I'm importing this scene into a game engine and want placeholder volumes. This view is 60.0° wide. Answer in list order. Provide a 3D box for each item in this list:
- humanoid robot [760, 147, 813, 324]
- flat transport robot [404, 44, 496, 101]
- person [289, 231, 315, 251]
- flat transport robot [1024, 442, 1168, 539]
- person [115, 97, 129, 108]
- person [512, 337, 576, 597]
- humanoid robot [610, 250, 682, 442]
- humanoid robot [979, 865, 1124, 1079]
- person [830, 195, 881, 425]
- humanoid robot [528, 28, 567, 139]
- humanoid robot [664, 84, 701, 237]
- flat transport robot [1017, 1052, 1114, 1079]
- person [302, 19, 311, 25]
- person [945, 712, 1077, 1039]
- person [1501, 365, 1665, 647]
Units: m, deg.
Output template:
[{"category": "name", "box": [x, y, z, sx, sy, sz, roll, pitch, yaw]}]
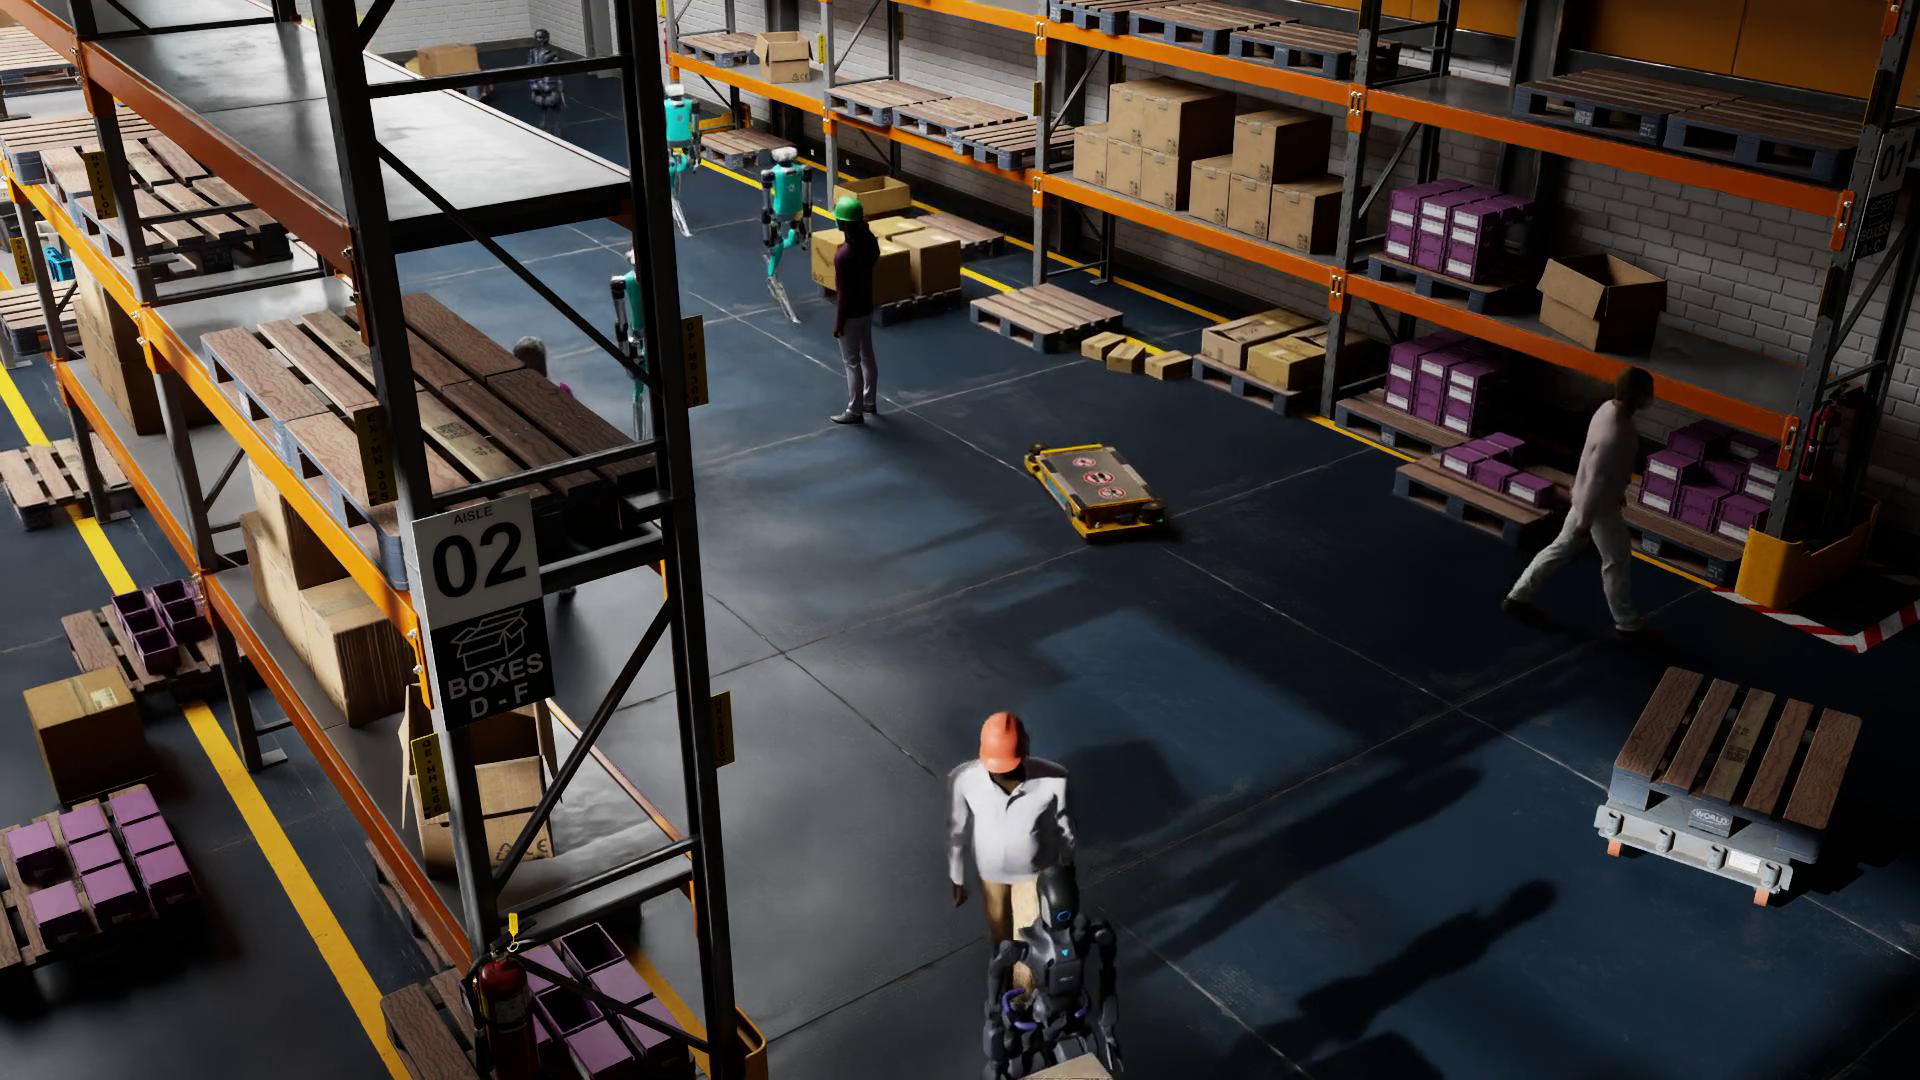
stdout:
[{"category": "humanoid robot", "box": [-1.843, -3.095, 16.553, 0.534, 1.776, 0.996, -15, 30, -27]}, {"category": "flat transport robot", "box": [-7.741, -6.665, 25.244, 0.659, 0.231, 1.431, 0, 27, 1]}, {"category": "person", "box": [-5.982, -2.428, 15.306, 0.282, 1.628, 0.498, -6, 27, -11]}, {"category": "flat transport robot", "box": [1.029, -0.414, 12.811, 0.659, 0.231, 1.431, -8, 28, -15]}, {"category": "person", "box": [-10.523, -5.326, 20.680, 0.409, 1.983, 0.610, 5, 27, 10]}, {"category": "person", "box": [-2.803, -0.533, 11.319, 0.537, 1.816, 0.814, -4, 27, -7]}, {"category": "humanoid robot", "box": [-2.525, -1.485, 13.438, 0.545, 1.904, 0.706, -10, 28, -18]}, {"category": "humanoid robot", "box": [0.364, 1.979, 6.480, 0.609, 1.648, 0.406, -10, 28, -19]}, {"category": "person", "box": [-0.868, -1.909, 13.915, 0.422, 1.952, 0.491, 13, 30, 24]}, {"category": "humanoid robot", "box": [-5.577, -6.031, 22.417, 0.609, 1.663, 0.328, 12, 29, 23]}, {"category": "humanoid robot", "box": [-3.333, -4.448, 19.249, 0.530, 1.769, 0.995, -12, 29, -23]}, {"category": "flat transport robot", "box": [0.302, 3.015, 5.990, 1.431, 0.231, 0.659, -13, 29, -24]}, {"category": "person", "box": [-8.467, -5.919, 21.947, 0.582, 1.895, 0.901, 21, 33, 36]}, {"category": "person", "box": [0.222, 1.479, 7.438, 0.575, 1.703, 0.842, 5, 27, 9]}, {"category": "person", "box": [4.100, -0.243, 10.679, 1.030, 1.885, 0.646, 8, 28, 16]}]
